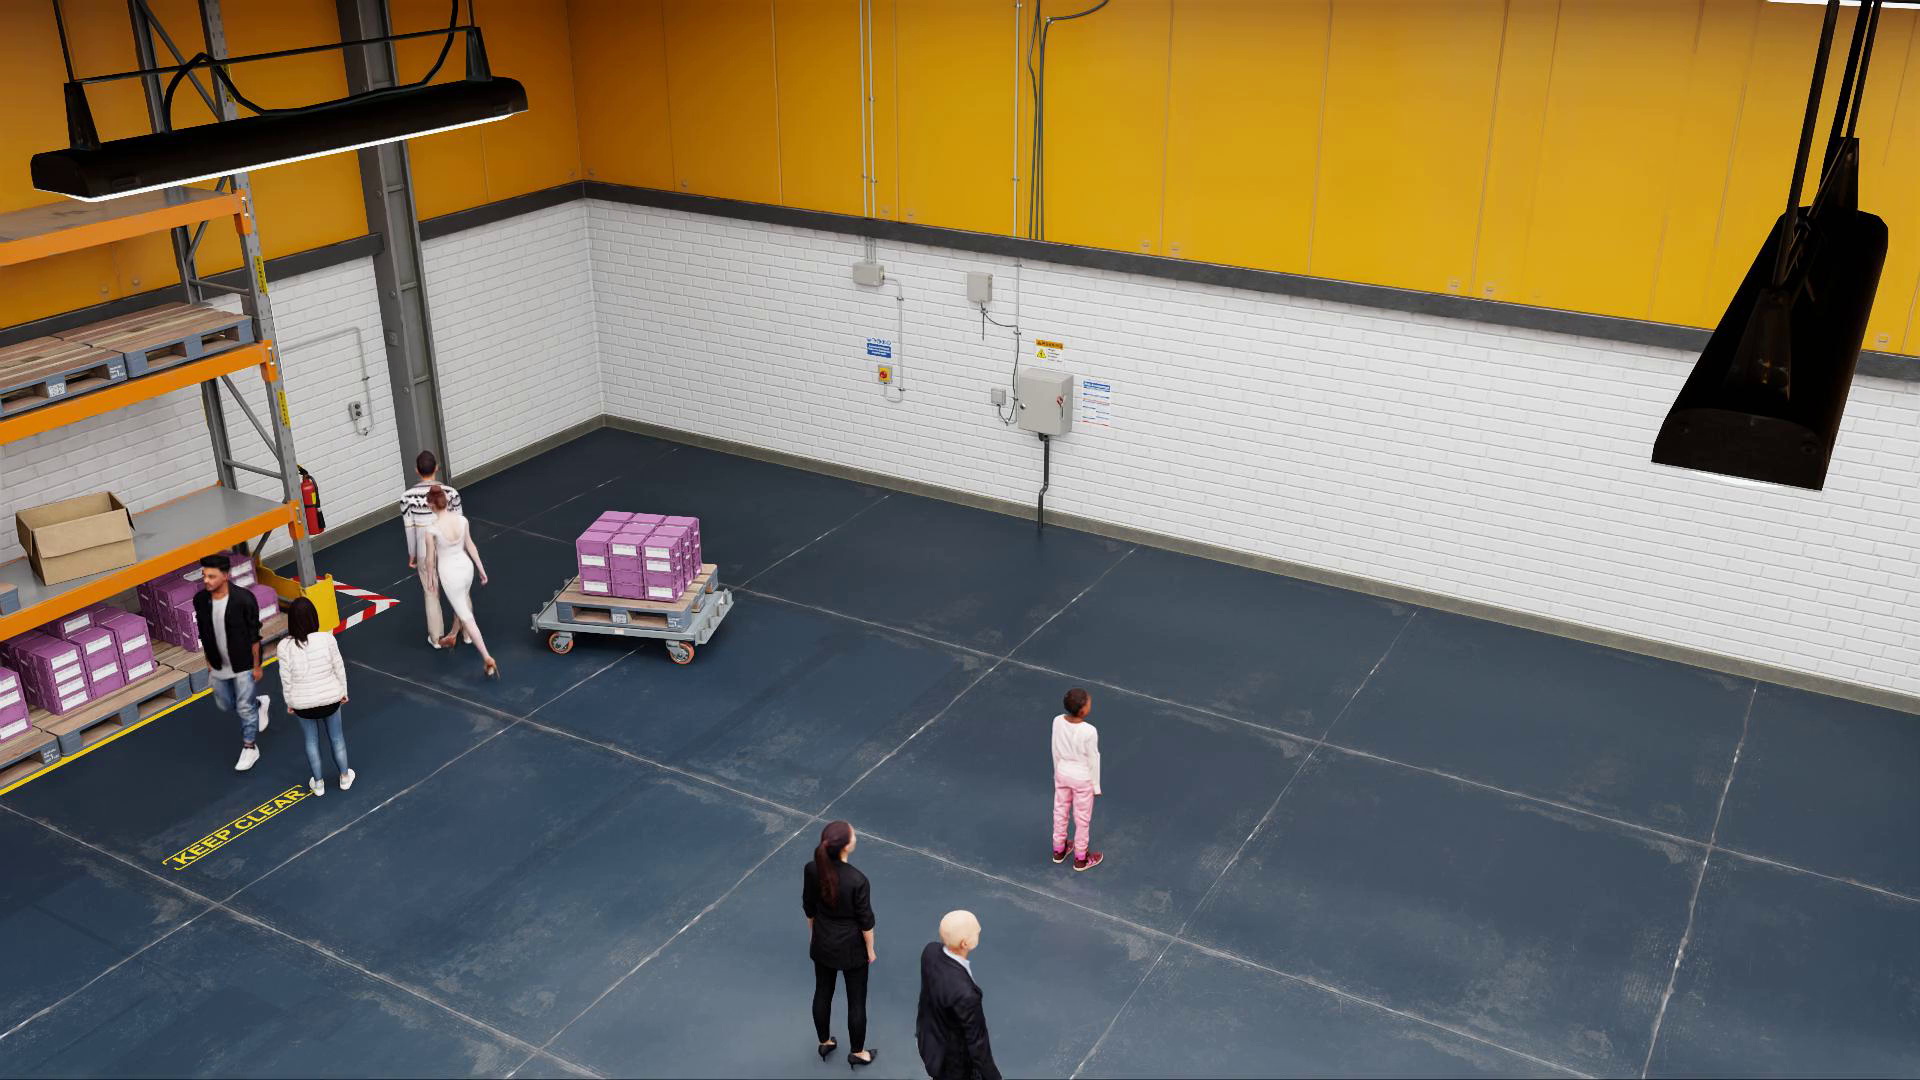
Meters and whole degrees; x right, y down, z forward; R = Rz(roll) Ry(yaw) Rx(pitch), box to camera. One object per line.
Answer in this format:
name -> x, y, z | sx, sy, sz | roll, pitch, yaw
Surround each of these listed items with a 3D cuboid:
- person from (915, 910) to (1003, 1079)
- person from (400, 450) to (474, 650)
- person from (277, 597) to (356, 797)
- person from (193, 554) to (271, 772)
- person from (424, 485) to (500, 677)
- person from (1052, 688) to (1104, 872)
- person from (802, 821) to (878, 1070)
person -> -0.129, 2.786, 8.904 | 1.230, 1.765, 1.122 | -9, 25, -20
person -> -4.687, 0.092, 14.944 | 0.754, 1.862, 0.822 | -7, 25, -15
person -> -4.926, 1.187, 12.719 | 0.677, 1.638, 0.764 | -10, 25, -21
person -> -5.701, 0.898, 13.189 | 0.898, 1.792, 1.059 | 4, 24, 9
person -> -4.299, 0.411, 14.368 | 0.849, 1.740, 1.079 | 22, 32, 40
person -> 0.819, 1.677, 11.842 | 0.564, 1.443, 0.530 | 17, 29, 34
person -> -0.721, 2.412, 9.890 | 0.609, 1.660, 0.551 | 11, 26, 24
